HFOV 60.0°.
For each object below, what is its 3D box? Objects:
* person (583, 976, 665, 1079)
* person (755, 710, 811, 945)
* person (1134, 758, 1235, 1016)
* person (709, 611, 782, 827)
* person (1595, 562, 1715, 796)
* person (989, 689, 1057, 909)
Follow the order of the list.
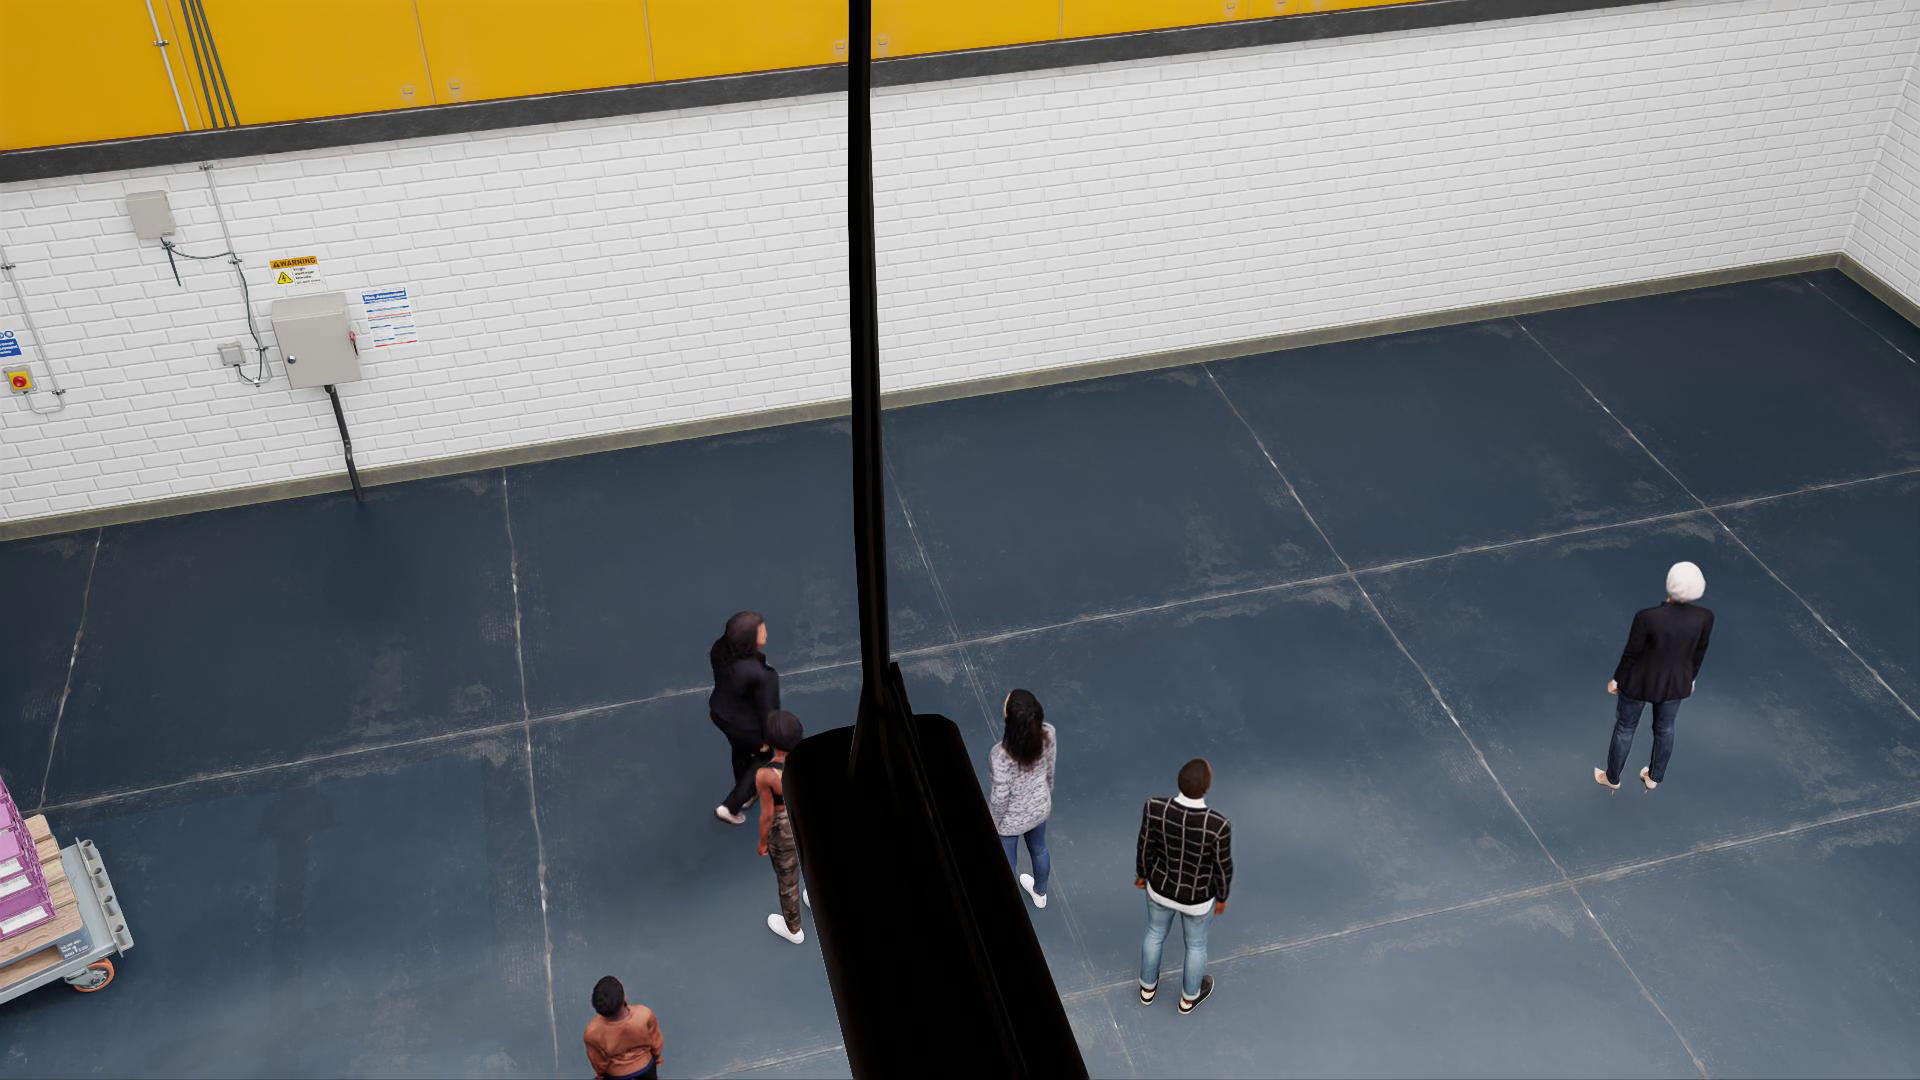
[{"bbox_3d":[-1.653,2.602,8.273,0.543,1.256,0.501,-14,41,-17],"label":"person"},{"bbox_3d":[-0.931,1.579,9.199,0.662,1.700,0.669,-31,48,-33],"label":"person"},{"bbox_3d":[1.163,1.836,8.780,0.748,1.820,0.782,16,41,19],"label":"person"},{"bbox_3d":[-1.333,1.107,9.870,0.886,1.599,0.930,25,45,28],"label":"person"},{"bbox_3d":[4.115,0.818,9.755,0.813,1.780,0.695,2,39,2],"label":"person"},{"bbox_3d":[0.335,1.493,9.281,0.686,1.732,0.655,-26,45,-29],"label":"person"}]
